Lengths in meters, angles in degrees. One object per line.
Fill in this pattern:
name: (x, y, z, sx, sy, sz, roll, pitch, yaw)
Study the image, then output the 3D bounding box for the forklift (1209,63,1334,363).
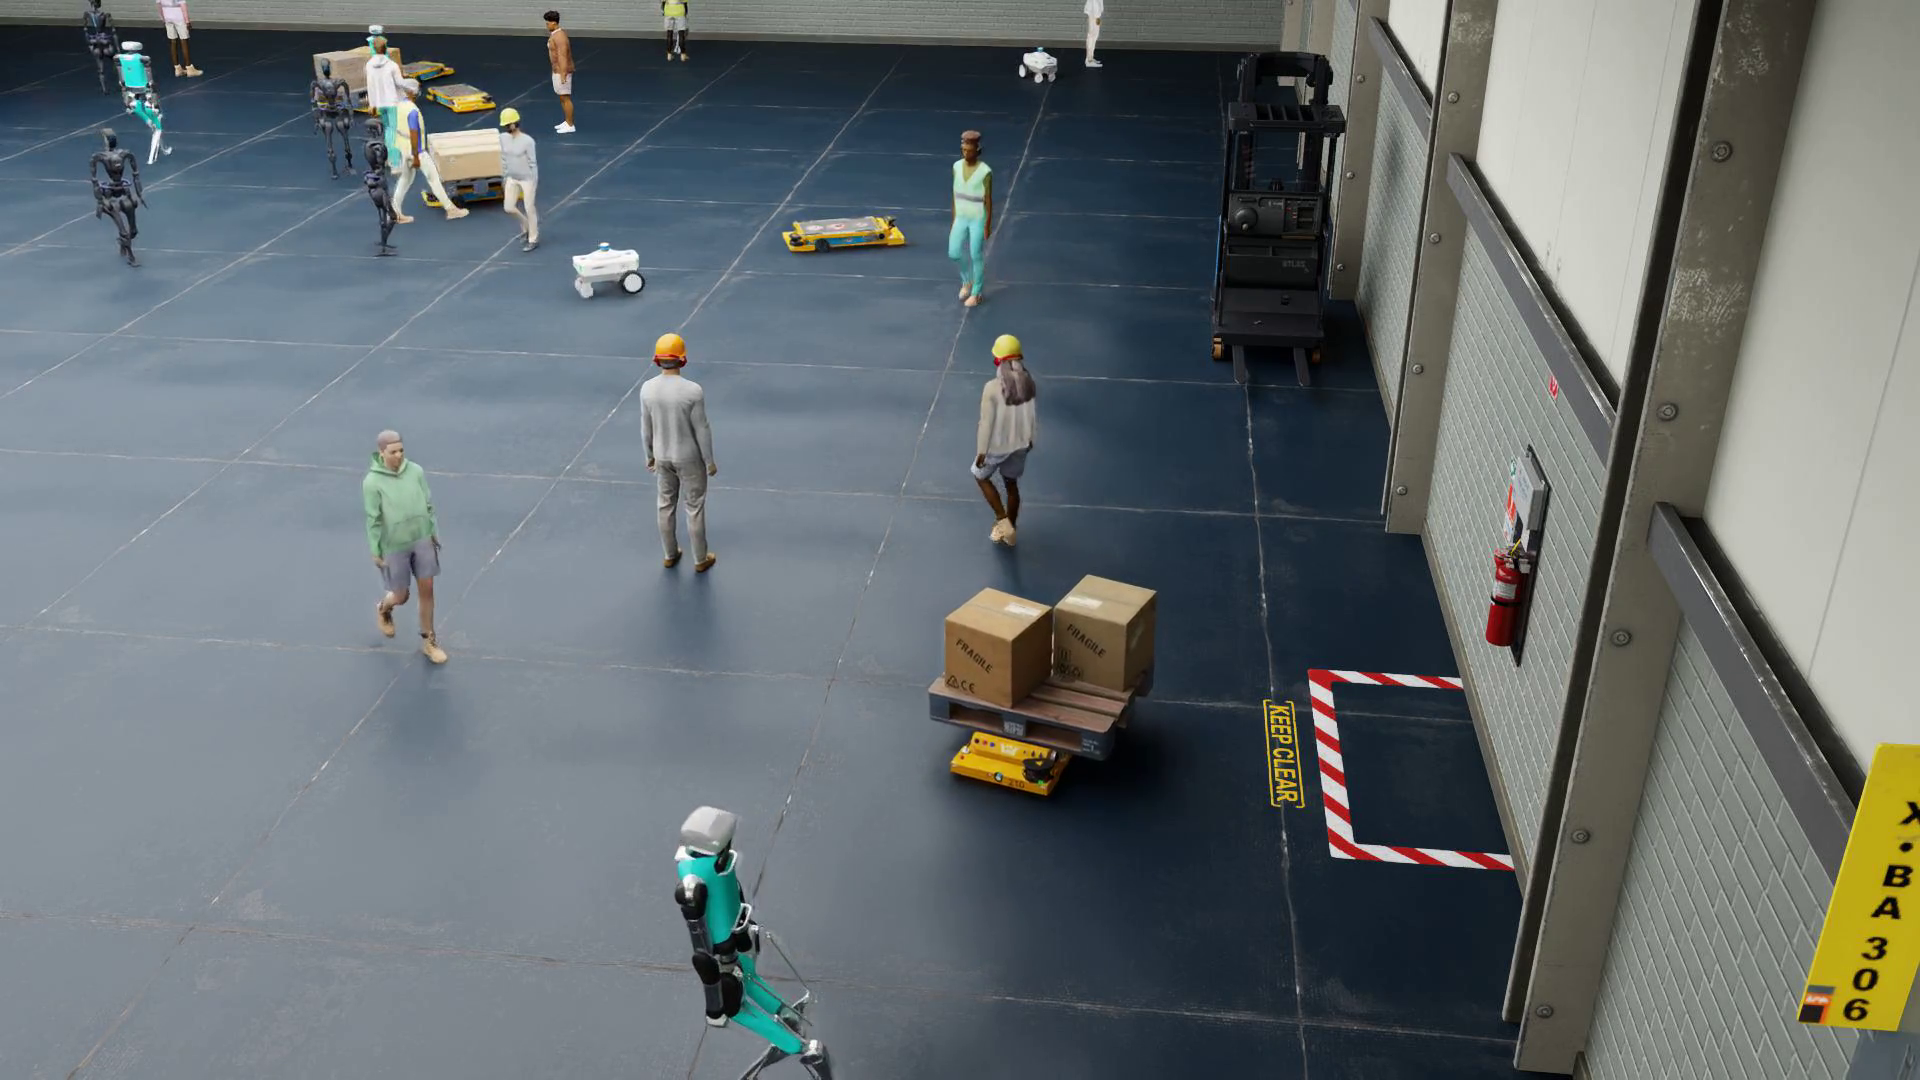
forklift: (3.241, -3.477, 17.183, 1.129, 2.768, 1.873, 3, 27, 6)

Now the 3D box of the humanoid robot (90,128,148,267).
humanoid robot: (-10.063, -4.104, 19.777, 0.600, 1.620, 0.583, 21, 33, 36)

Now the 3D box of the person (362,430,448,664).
person: (-3.851, 0.020, 11.473, 0.480, 1.723, 0.554, -23, 35, -38)

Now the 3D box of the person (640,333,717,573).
person: (-2.135, -0.653, 12.639, 0.569, 1.889, 0.389, 7, 27, 13)

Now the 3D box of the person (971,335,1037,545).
person: (0.359, -0.759, 12.998, 0.573, 1.745, 0.456, -16, 31, -29)

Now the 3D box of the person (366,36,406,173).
person: (-8.108, -6.229, 23.754, 0.497, 1.897, 0.624, 6, 27, 12)

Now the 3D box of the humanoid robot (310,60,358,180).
humanoid robot: (-8.822, -5.932, 23.443, 0.594, 1.658, 0.566, -11, 29, -21)

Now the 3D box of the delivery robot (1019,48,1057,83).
delivery robot: (1.428, -8.530, 29.832, 0.513, 0.581, 0.740, -14, 30, -26)

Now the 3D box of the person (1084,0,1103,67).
person: (2.479, -9.722, 30.762, 0.380, 1.870, 0.498, 0, 27, -1)

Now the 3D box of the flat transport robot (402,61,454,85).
flat transport robot: (-9.773, -8.345, 29.799, 0.659, 0.231, 1.431, 9, 28, 17)

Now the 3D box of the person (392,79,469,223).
person: (-6.987, -4.999, 21.385, 1.015, 1.836, 0.512, -19, 32, -33)

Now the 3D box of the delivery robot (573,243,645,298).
delivery robot: (-4.020, -3.100, 18.983, 0.756, 0.571, 0.499, -11, 29, -21)

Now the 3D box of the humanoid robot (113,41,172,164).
humanoid robot: (-11.878, -6.433, 24.433, 0.559, 1.833, 0.838, 2, 27, 3)

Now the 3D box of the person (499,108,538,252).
person: (-5.349, -4.366, 20.191, 0.542, 1.747, 0.379, 11, 29, 20)

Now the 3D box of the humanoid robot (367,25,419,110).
humanoid robot: (-8.567, -6.982, 25.483, 0.798, 1.804, 0.531, -10, 28, -20)

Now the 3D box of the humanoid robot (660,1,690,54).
humanoid robot: (-5.463, -10.178, 31.921, 0.683, 1.855, 0.530, -15, 30, -27)

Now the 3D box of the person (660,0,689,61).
person: (-5.355, -9.885, 31.282, 0.536, 1.694, 0.319, 4, 27, 8)

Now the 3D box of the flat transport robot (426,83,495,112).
flat transport robot: (-8.427, -7.452, 28.015, 0.659, 0.231, 1.431, -18, 32, -32)

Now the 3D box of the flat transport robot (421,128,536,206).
flat transport robot: (-6.567, -4.767, 22.655, 1.431, 0.231, 0.659, -11, 29, -21)

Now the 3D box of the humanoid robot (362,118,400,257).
humanoid robot: (-6.990, -4.257, 20.061, 0.328, 1.646, 0.610, -14, 30, -25)

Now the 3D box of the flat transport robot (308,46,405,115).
flat transport robot: (-9.959, -7.306, 27.723, 1.431, 0.231, 0.659, 15, 30, 27)

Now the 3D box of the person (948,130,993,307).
person: (0.121, -3.519, 18.274, 0.502, 1.962, 0.480, 14, 30, 26)

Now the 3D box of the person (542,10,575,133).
person: (-6.231, -7.335, 26.026, 0.416, 1.841, 0.799, -11, 28, -20)

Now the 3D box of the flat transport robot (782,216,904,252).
flat transport robot: (-1.460, -3.816, 20.756, 1.431, 0.231, 0.659, -6, 27, -13)

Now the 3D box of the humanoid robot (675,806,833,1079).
humanoid robot: (-0.791, 2.019, 7.527, 0.902, 1.819, 0.573, 5, 27, 9)

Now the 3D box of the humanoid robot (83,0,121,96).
humanoid robot: (-14.743, -8.527, 28.625, 0.586, 1.632, 0.740, 0, 27, 0)

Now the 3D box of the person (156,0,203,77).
person: (-14.081, -9.374, 29.876, 0.607, 2.043, 0.373, 9, 28, 17)

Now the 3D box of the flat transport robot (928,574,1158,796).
flat transport robot: (0.522, 1.151, 10.841, 0.659, 0.231, 1.431, 11, 29, 21)
